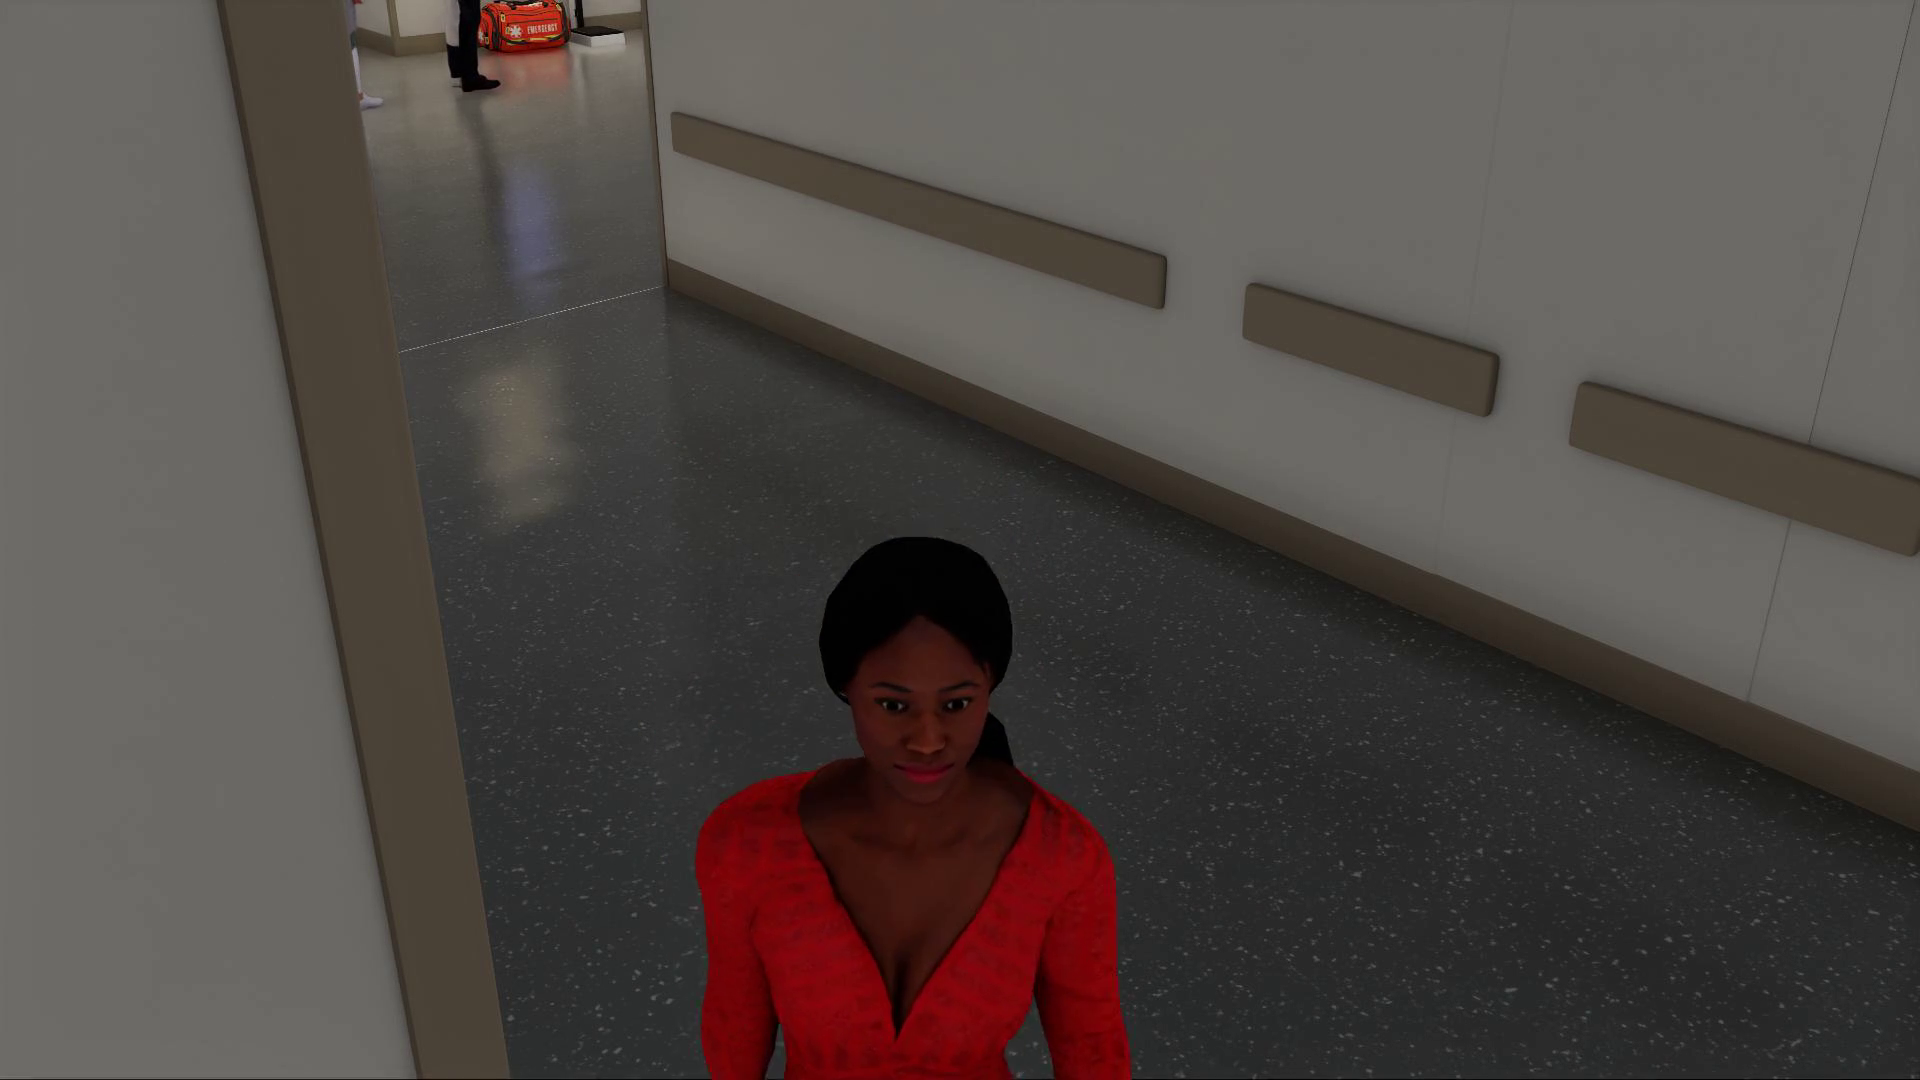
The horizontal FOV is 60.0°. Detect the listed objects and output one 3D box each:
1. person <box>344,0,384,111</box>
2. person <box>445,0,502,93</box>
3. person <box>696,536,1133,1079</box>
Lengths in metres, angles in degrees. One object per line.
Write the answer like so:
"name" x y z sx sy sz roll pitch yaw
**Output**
"person" -4.561 -4.007 12.070 0.637 1.703 0.654 11 28 22
"person" -3.854 -4.420 12.712 0.561 1.890 0.678 -20 32 -35
"person" -0.065 0.773 2.106 1.099 1.748 1.078 -2 26 -3
